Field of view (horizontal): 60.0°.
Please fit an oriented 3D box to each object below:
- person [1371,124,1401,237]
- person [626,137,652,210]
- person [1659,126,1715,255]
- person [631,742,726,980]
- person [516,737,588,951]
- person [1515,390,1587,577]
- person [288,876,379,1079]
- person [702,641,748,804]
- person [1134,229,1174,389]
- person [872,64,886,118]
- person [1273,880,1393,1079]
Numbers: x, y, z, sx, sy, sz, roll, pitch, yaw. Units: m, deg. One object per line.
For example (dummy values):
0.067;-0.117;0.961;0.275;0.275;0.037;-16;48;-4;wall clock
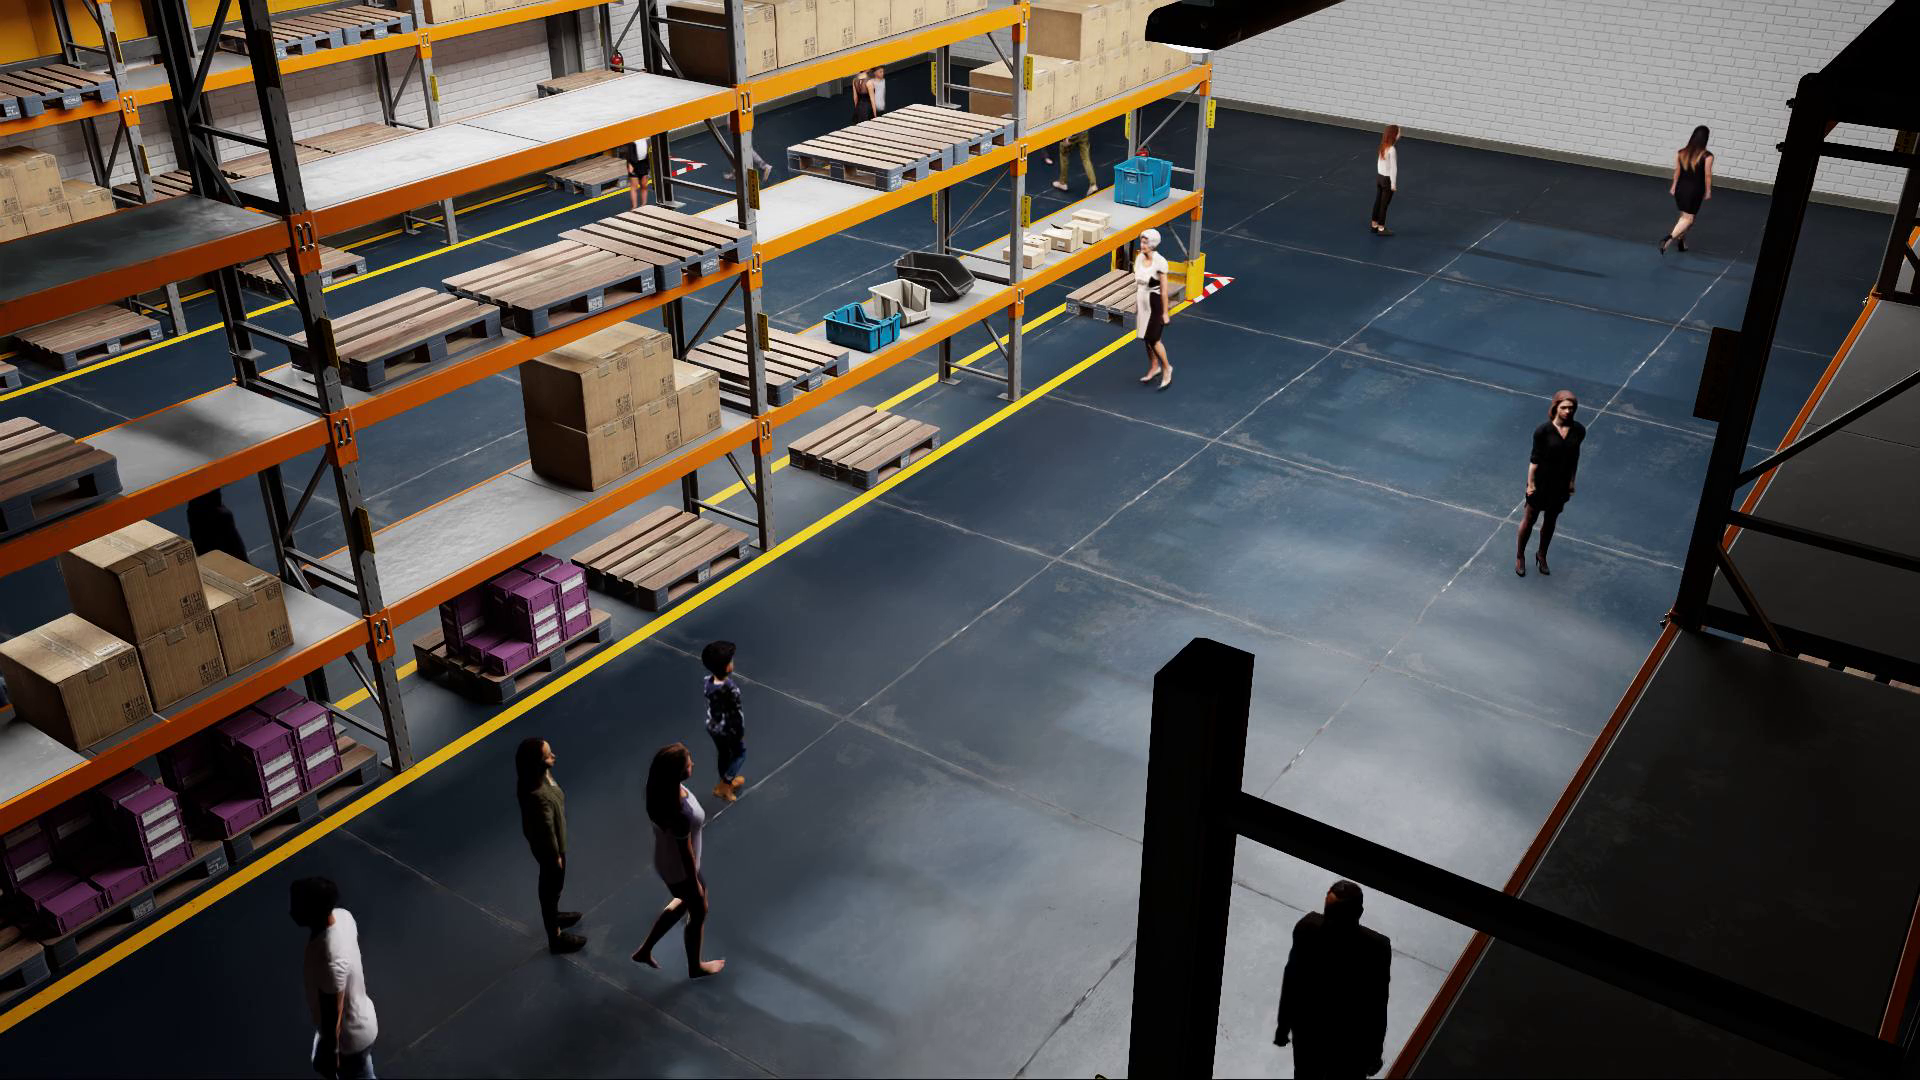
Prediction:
5.707;-4.832;22.300;0.660;1.485;0.613;-7;29;-13;person
-4.467;-5.234;22.962;0.617;1.556;0.540;24;37;37;person
9.325;-4.423;21.334;1.086;1.691;0.893;-17;33;-28;person
-1.706;1.917;9.689;0.902;1.713;0.804;-14;31;-23;person
-2.511;1.825;10.108;0.697;1.475;0.656;-8;30;-14;person
4.995;-0.482;14.096;0.652;1.705;0.693;-3;29;-5;person
-3.064;2.466;8.541;0.823;1.850;0.790;-9;30;-17;person
-1.645;1.265;11.374;0.495;1.244;0.592;21;35;34;person
2.078;-2.457;17.686;0.783;1.734;0.747;-19;34;-30;person
-1.366;-6.990;26.537;0.902;1.216;0.802;-15;32;-25;person
1.940;2.457;8.513;0.723;1.891;0.767;17;33;28;person
